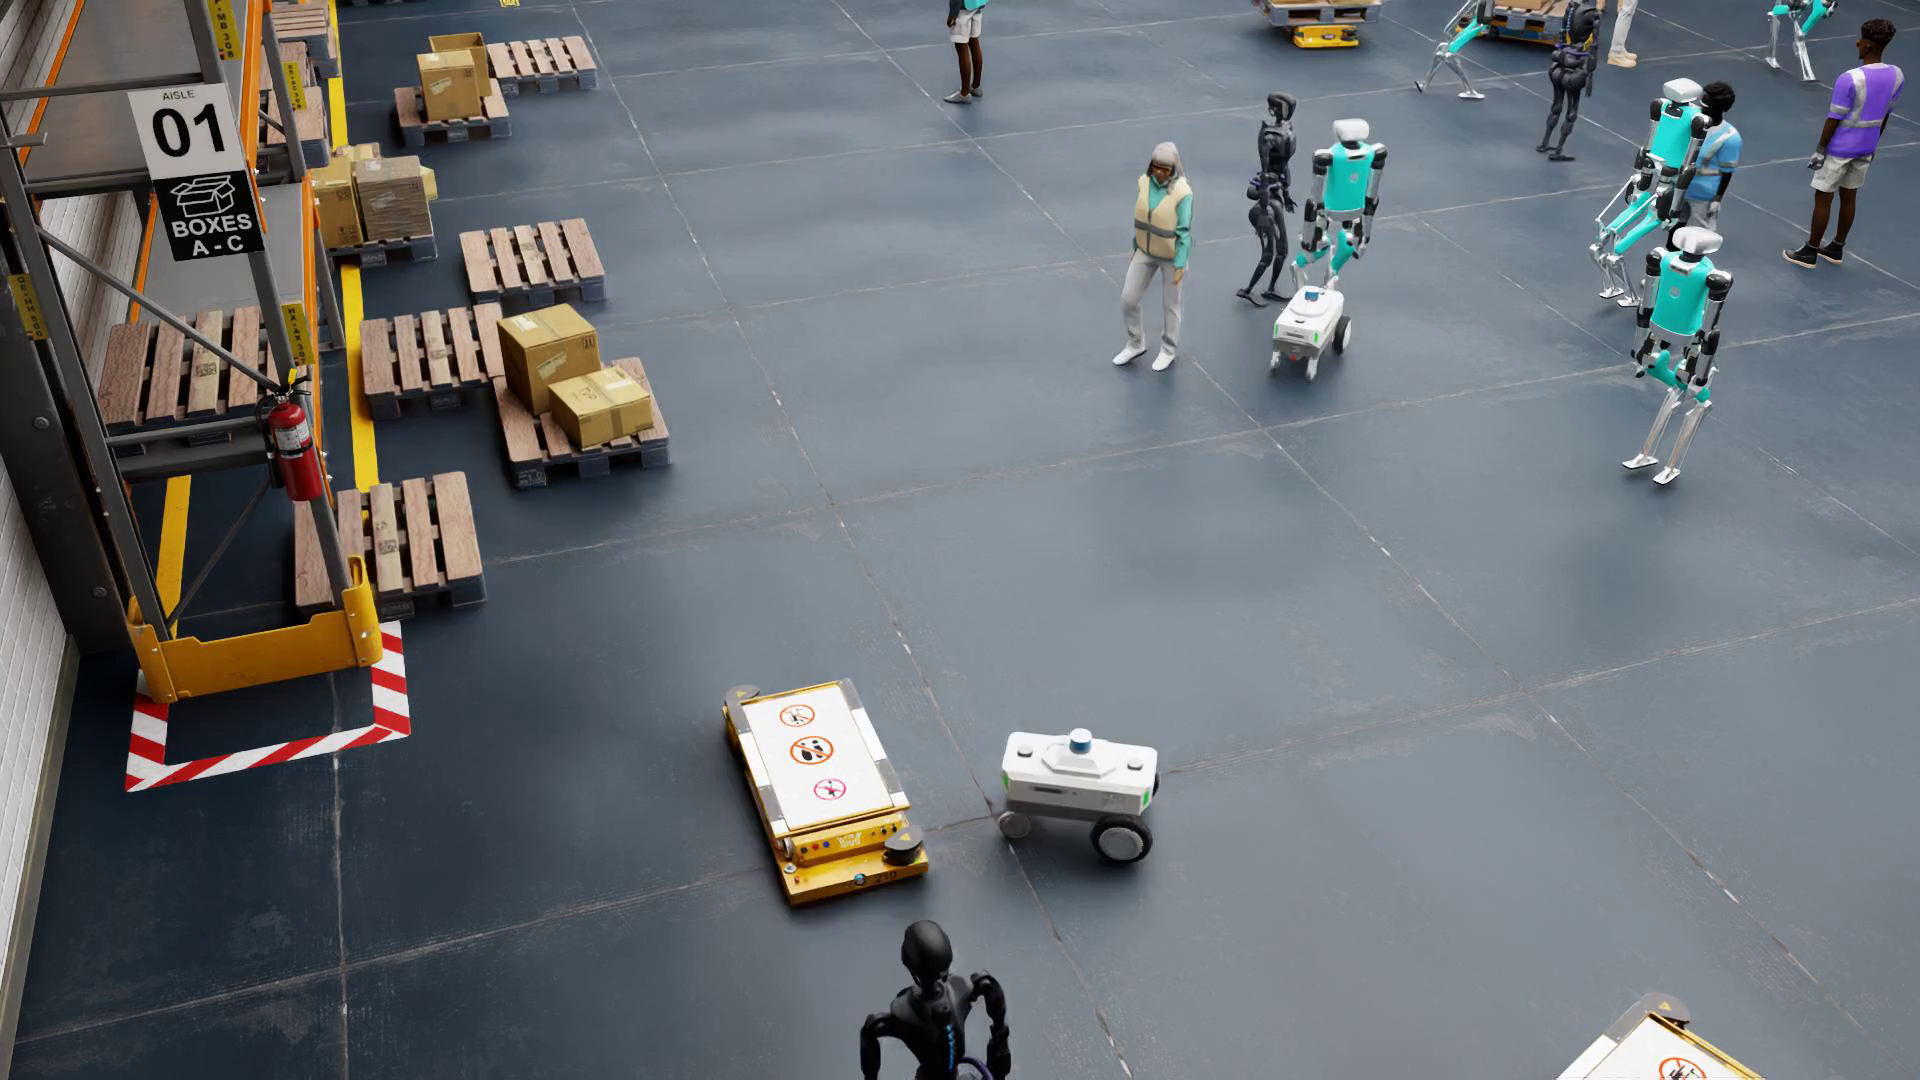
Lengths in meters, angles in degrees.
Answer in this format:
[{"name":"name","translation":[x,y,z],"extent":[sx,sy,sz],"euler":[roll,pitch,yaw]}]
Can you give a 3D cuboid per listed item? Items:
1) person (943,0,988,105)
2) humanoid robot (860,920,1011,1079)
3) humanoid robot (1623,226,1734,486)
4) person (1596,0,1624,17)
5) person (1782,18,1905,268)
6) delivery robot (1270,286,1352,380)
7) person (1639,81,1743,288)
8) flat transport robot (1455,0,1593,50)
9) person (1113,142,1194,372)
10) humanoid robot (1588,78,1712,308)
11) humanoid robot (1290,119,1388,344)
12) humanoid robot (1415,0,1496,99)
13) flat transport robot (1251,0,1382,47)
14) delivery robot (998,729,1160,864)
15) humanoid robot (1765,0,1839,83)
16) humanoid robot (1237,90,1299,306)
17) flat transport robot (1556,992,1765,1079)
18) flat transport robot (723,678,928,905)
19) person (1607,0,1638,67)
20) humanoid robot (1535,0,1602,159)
[{"name":"person","translation":[0.064,-5.303,16.463],"extent":[0.422,1.938,0.566],"euler":[17,37,24]},{"name":"humanoid robot","translation":[-0.062,1.943,5.642],"extent":[0.610,1.621,0.825],"euler":[-16,37,-23]},{"name":"humanoid robot","translation":[4.474,-1.162,10.215],"extent":[0.736,1.696,0.531],"euler":[-22,39,-30]},{"name":"person","translation":[7.657,-6.892,19.139],"extent":[0.477,1.674,0.377],"euler":[20,38,28]},{"name":"person","translation":[6.980,-3.102,13.075],"extent":[0.604,1.958,0.375],"euler":[-11,35,-17]},{"name":"delivery robot","translation":[2.500,-1.544,11.943],"extent":[0.499,0.571,0.756],"euler":[15,36,21]},{"name":"person","translation":[5.574,-2.635,12.588],"extent":[0.321,1.698,0.535],"euler":[-13,35,-19]},{"name":"flat transport robot","translation":[6.376,-5.772,18.711],"extent":[1.431,0.231,0.659],"euler":[17,37,24]},{"name":"person","translation":[1.373,-1.938,11.518],"extent":[0.491,1.690,0.526],"euler":[24,40,32]},{"name":"humanoid robot","translation":[4.984,-2.524,12.264],"extent":[0.735,1.677,0.533],"euler":[-12,35,-18]},{"name":"humanoid robot","translation":[2.612,-2.244,11.958],"extent":[0.543,1.769,0.803],"euler":[-7,34,-11]},{"name":"humanoid robot","translation":[5.007,-5.264,16.650],"extent":[0.893,1.836,0.573],"euler":[7,34,11]},{"name":"flat transport robot","translation":[3.996,-5.878,18.874],"extent":[0.659,0.231,1.431],"euler":[-3,33,-5]},{"name":"delivery robot","translation":[0.575,1.155,7.832],"extent":[0.801,0.602,0.499],"euler":[6,34,9]},{"name":"humanoid robot","translation":[8.702,-5.595,17.124],"extent":[0.530,1.732,1.064],"euler":[-2,33,-4]},{"name":"humanoid robot","translation":[2.348,-2.552,12.477],"extent":[0.358,1.640,0.584],"euler":[16,36,22]},{"name":"flat transport robot","translation":[2.541,2.308,6.318],"extent":[1.431,0.231,0.659],"euler":[-26,41,-33]},{"name":"flat transport robot","translation":[-0.685,1.156,8.086],"extent":[0.659,0.231,1.431],"euler":[-11,35,-16]},{"name":"person","translation":[7.165,-5.964,17.540],"extent":[0.342,1.872,0.468],"euler":[12,35,18]},{"name":"humanoid robot","translation":[5.612,-4.338,15.223],"extent":[0.324,1.651,0.583],"euler":[-10,34,-14]}]
